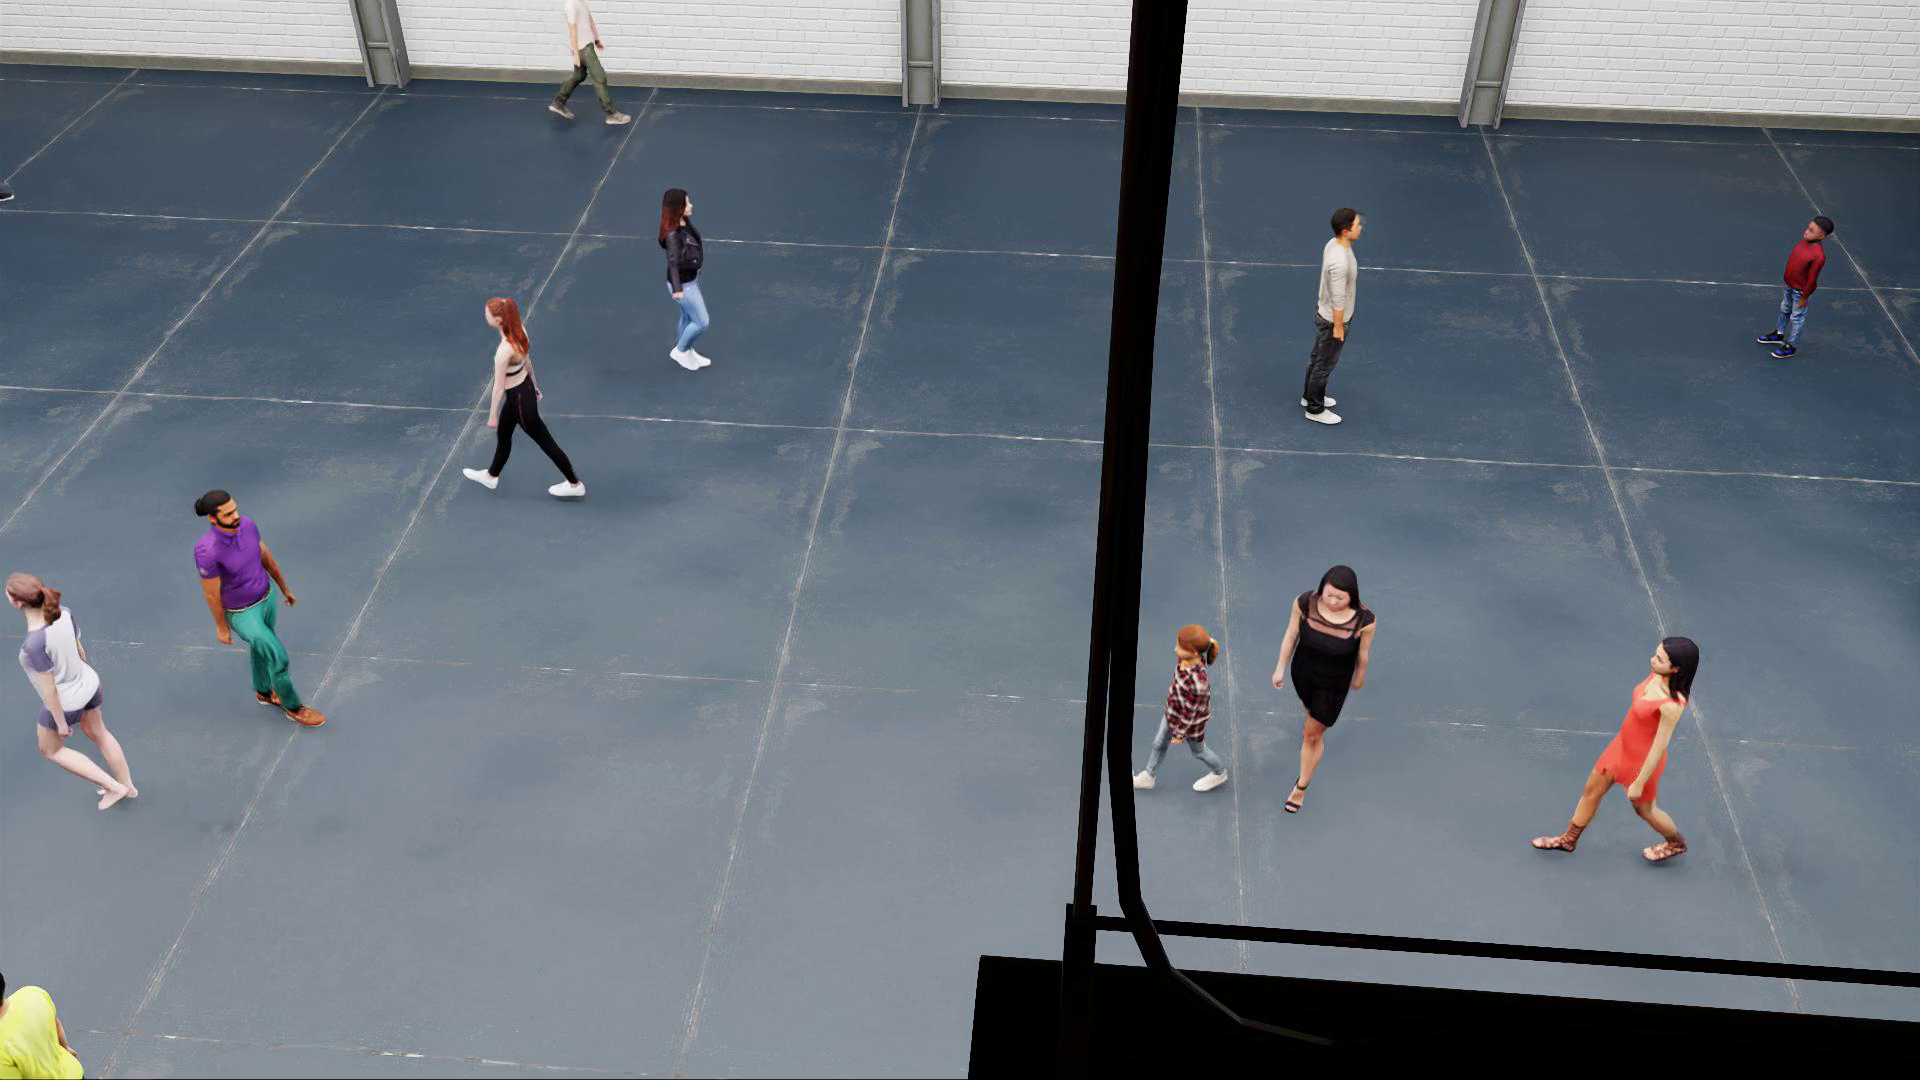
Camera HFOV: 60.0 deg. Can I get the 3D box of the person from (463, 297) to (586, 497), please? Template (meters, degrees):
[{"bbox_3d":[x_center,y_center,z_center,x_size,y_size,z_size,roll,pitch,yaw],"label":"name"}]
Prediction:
[{"bbox_3d":[-3.084,-0.976,12.081,1.138,1.698,0.629,2,39,2],"label":"person"}]

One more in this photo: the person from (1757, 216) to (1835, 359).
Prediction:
[{"bbox_3d":[7.026,-2.134,13.887,0.528,1.253,0.527,-3,39,-4],"label":"person"}]

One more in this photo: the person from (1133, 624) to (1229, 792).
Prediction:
[{"bbox_3d":[1.413,1.039,9.893,0.953,1.279,0.703,-7,39,-9],"label":"person"}]

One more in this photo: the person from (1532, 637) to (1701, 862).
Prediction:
[{"bbox_3d":[3.894,1.235,9.325,1.088,1.681,0.594,2,39,3],"label":"person"}]

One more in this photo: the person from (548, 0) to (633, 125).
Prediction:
[{"bbox_3d":[-4.006,-5.111,17.319,1.120,1.622,0.618,1,39,1],"label":"person"}]

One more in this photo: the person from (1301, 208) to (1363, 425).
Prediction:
[{"bbox_3d":[2.896,-1.762,12.973,0.531,1.812,0.640,4,39,5],"label":"person"}]

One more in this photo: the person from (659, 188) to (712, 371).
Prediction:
[{"bbox_3d":[-2.317,-2.100,13.547,0.612,1.624,0.674,0,39,0],"label":"person"}]

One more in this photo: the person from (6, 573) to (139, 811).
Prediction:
[{"bbox_3d":[-5.086,0.918,9.667,0.615,1.751,0.581,4,39,5],"label":"person"}]

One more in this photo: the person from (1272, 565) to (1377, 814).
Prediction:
[{"bbox_3d":[2.165,0.768,9.915,1.094,1.675,1.000,20,43,24],"label":"person"}]

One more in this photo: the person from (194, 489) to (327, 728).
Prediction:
[{"bbox_3d":[-4.483,0.397,10.315,0.869,1.755,0.738,9,40,12],"label":"person"}]
